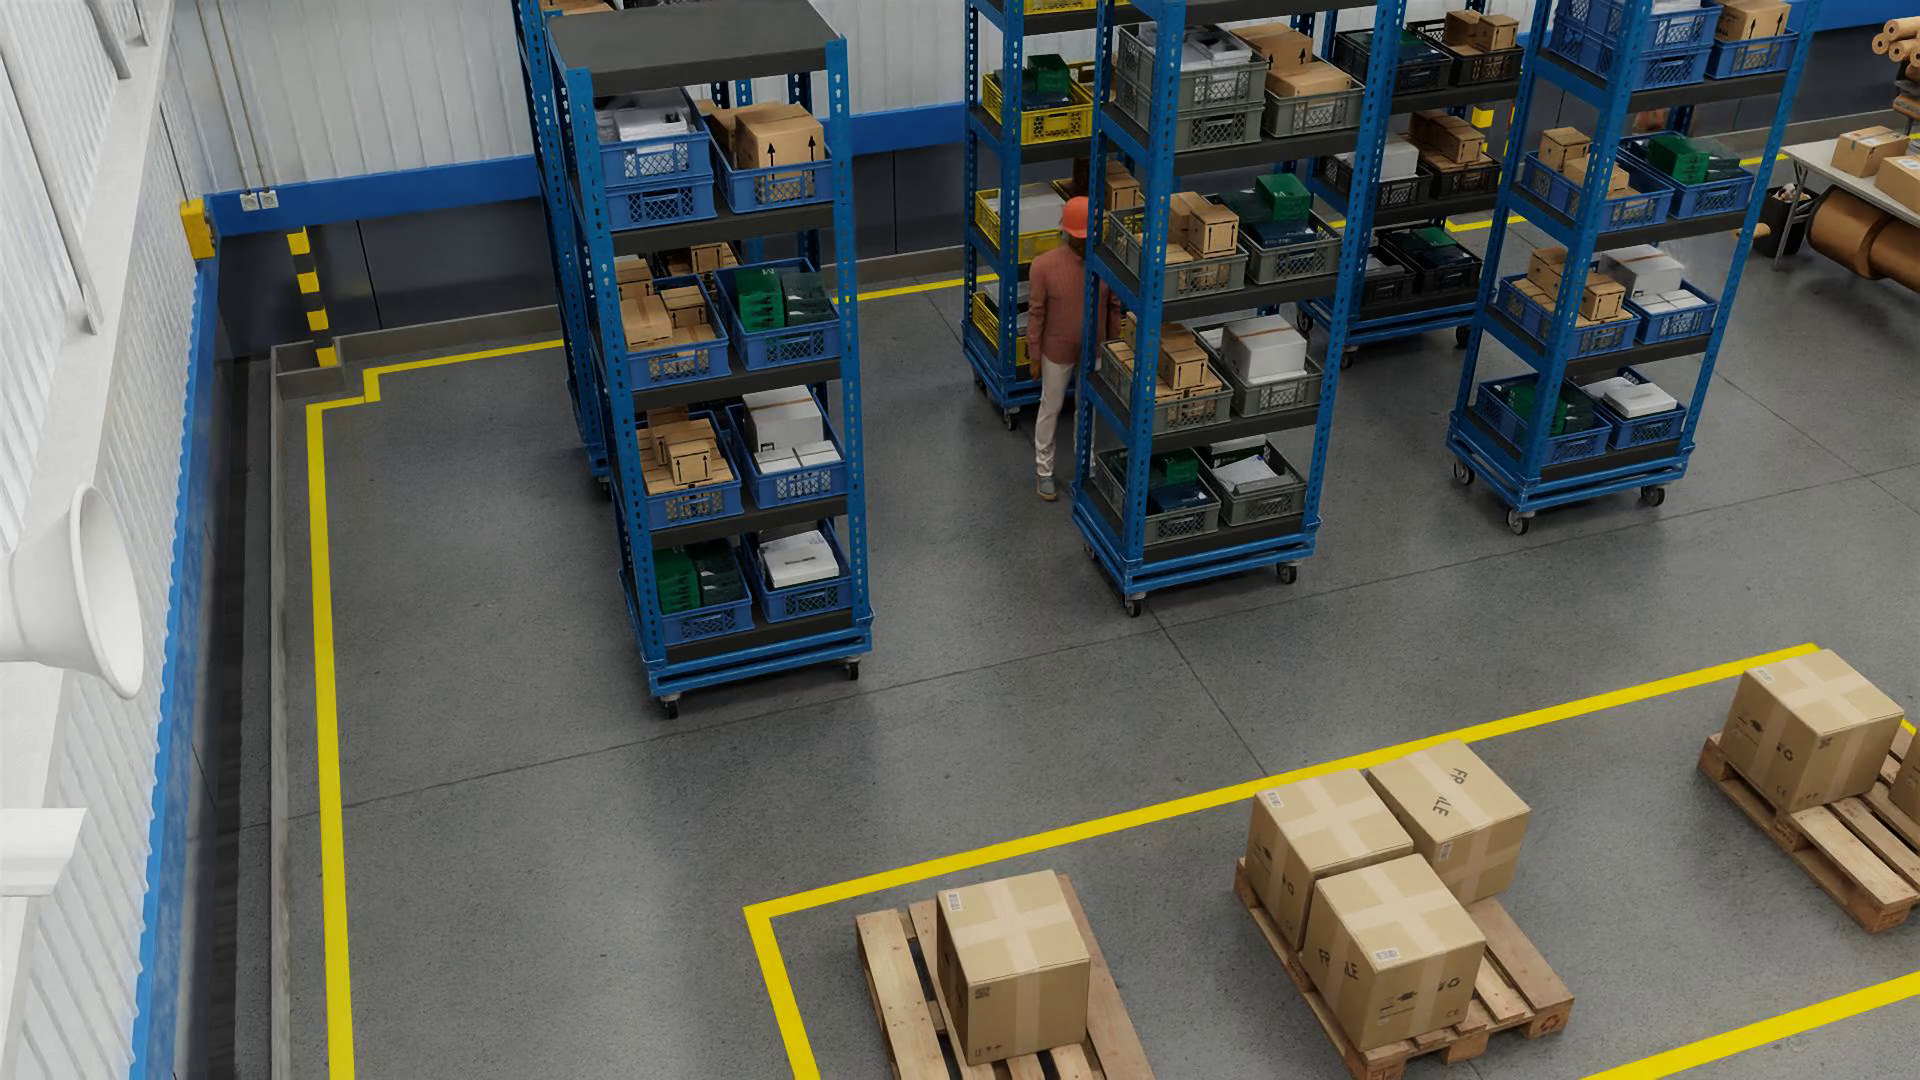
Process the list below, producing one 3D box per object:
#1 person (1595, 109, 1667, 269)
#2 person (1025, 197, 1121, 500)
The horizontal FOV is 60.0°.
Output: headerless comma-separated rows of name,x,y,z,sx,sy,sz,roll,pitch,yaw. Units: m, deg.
person,5.035,-2.460,12.354,0.639,1.613,0.519,4,35,5
person,0.709,-1.166,10.207,0.628,1.990,0.402,-11,37,-15
